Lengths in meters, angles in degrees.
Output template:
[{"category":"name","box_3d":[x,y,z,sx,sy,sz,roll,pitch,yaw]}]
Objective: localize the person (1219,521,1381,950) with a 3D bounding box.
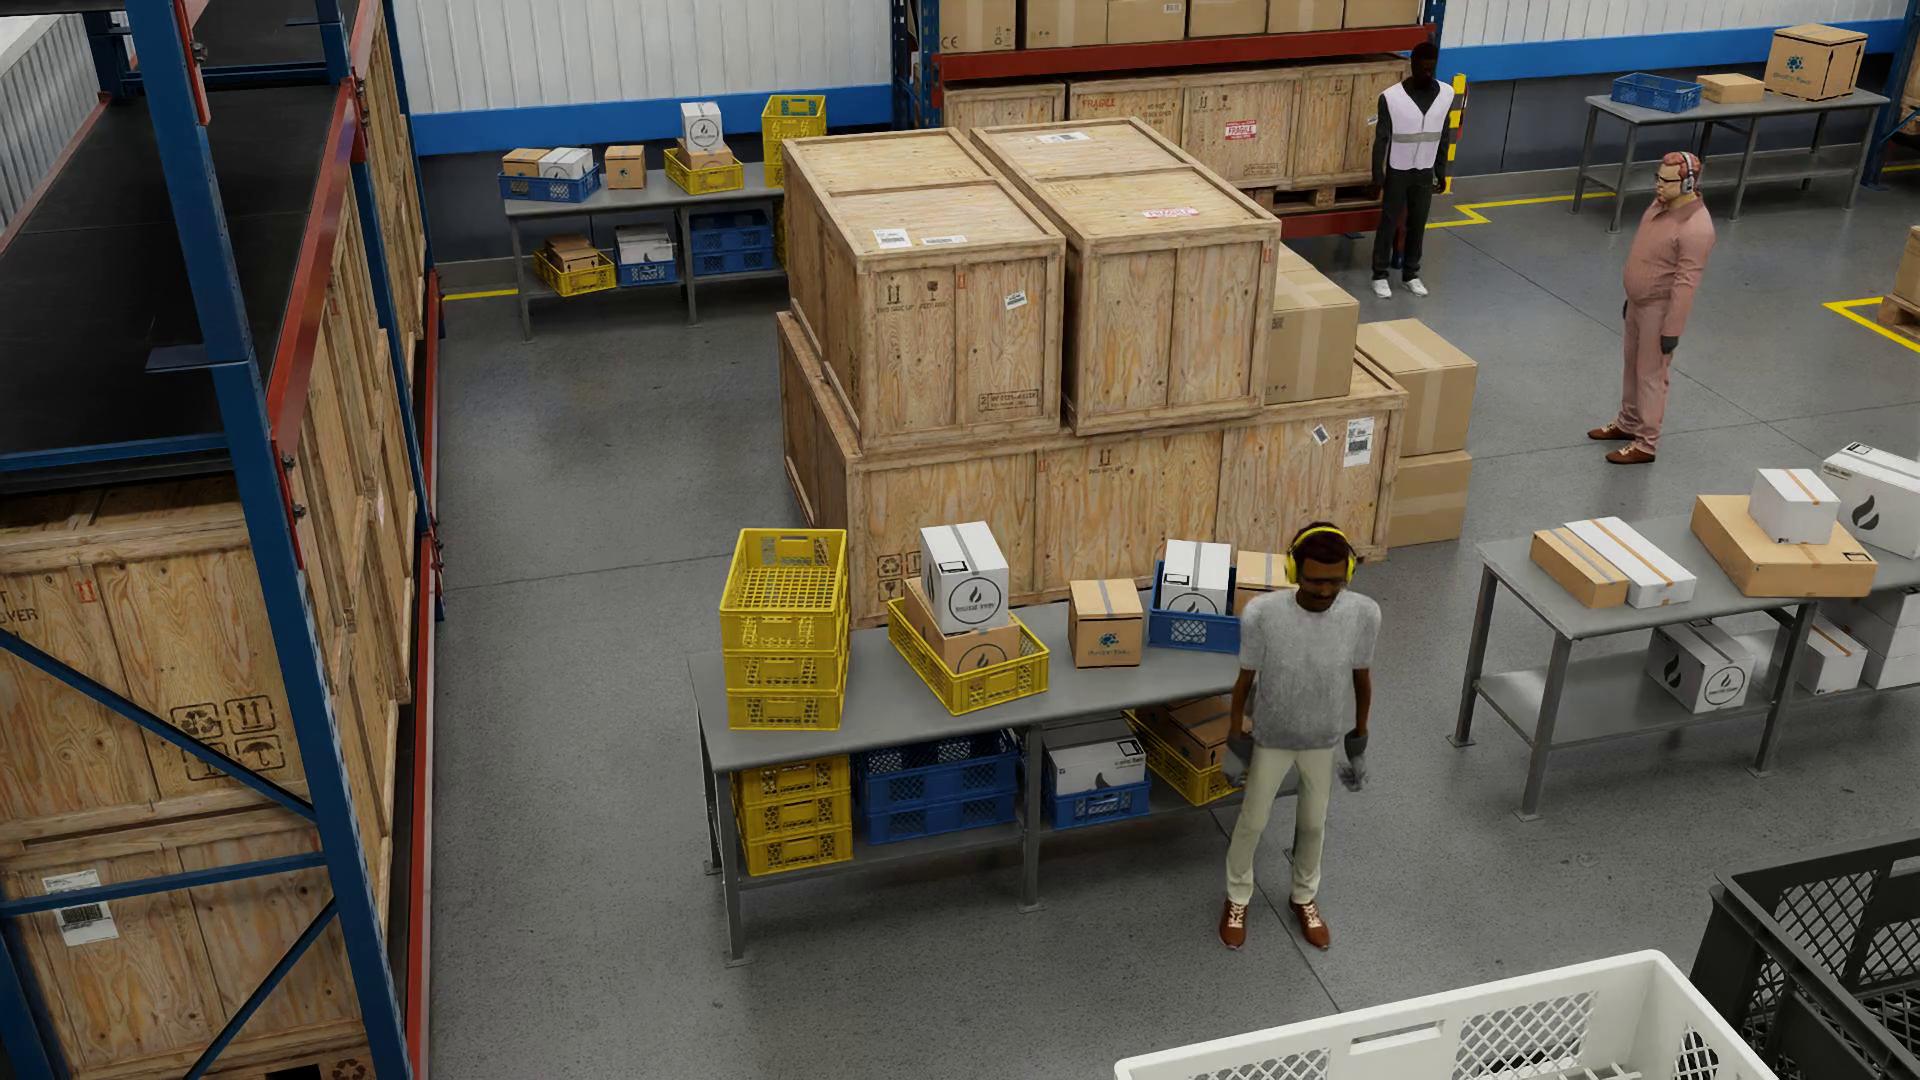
[{"category":"person","box_3d":[1.249,0.739,6.117,0.566,1.861,0.341,0,29,-1]}]

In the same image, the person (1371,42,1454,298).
[{"category":"person","box_3d":[3.340,-2.755,12.410,0.598,1.907,0.407,-7,30,-12]}]

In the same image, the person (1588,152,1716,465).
[{"category":"person","box_3d":[4.130,-1.376,9.918,0.400,1.900,0.648,0,29,0]}]
